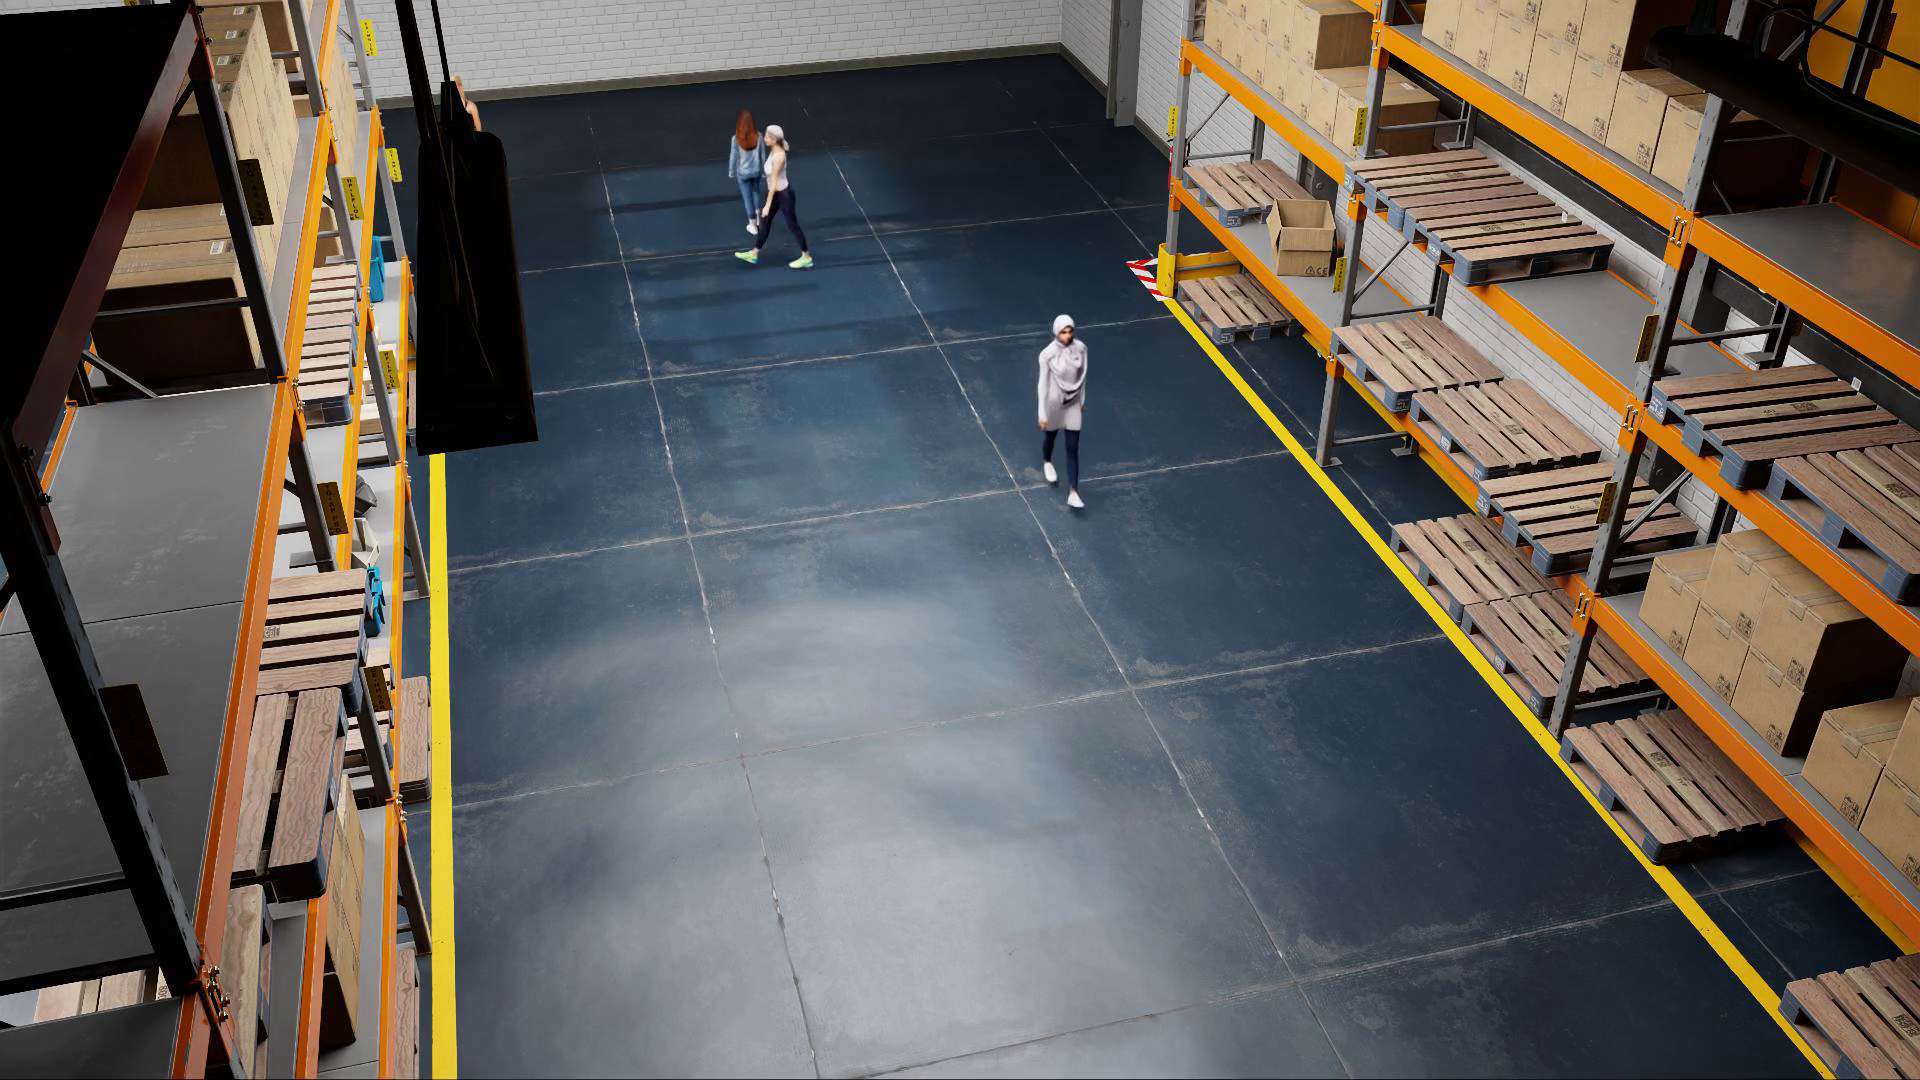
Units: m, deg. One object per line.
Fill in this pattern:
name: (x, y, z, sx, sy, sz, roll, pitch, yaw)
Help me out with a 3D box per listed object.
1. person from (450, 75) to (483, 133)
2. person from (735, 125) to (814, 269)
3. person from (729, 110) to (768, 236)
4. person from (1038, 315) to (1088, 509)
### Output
person: (-5.859, -4.635, 19.752, 0.680, 1.844, 0.659, 5, 34, 7)
person: (-1.910, -3.817, 18.684, 0.682, 1.664, 1.037, -7, 34, -11)
person: (-2.465, -4.308, 19.604, 0.644, 1.464, 0.693, -16, 37, -23)
person: (0.863, -1.196, 14.684, 0.636, 1.728, 1.099, -9, 35, -13)
